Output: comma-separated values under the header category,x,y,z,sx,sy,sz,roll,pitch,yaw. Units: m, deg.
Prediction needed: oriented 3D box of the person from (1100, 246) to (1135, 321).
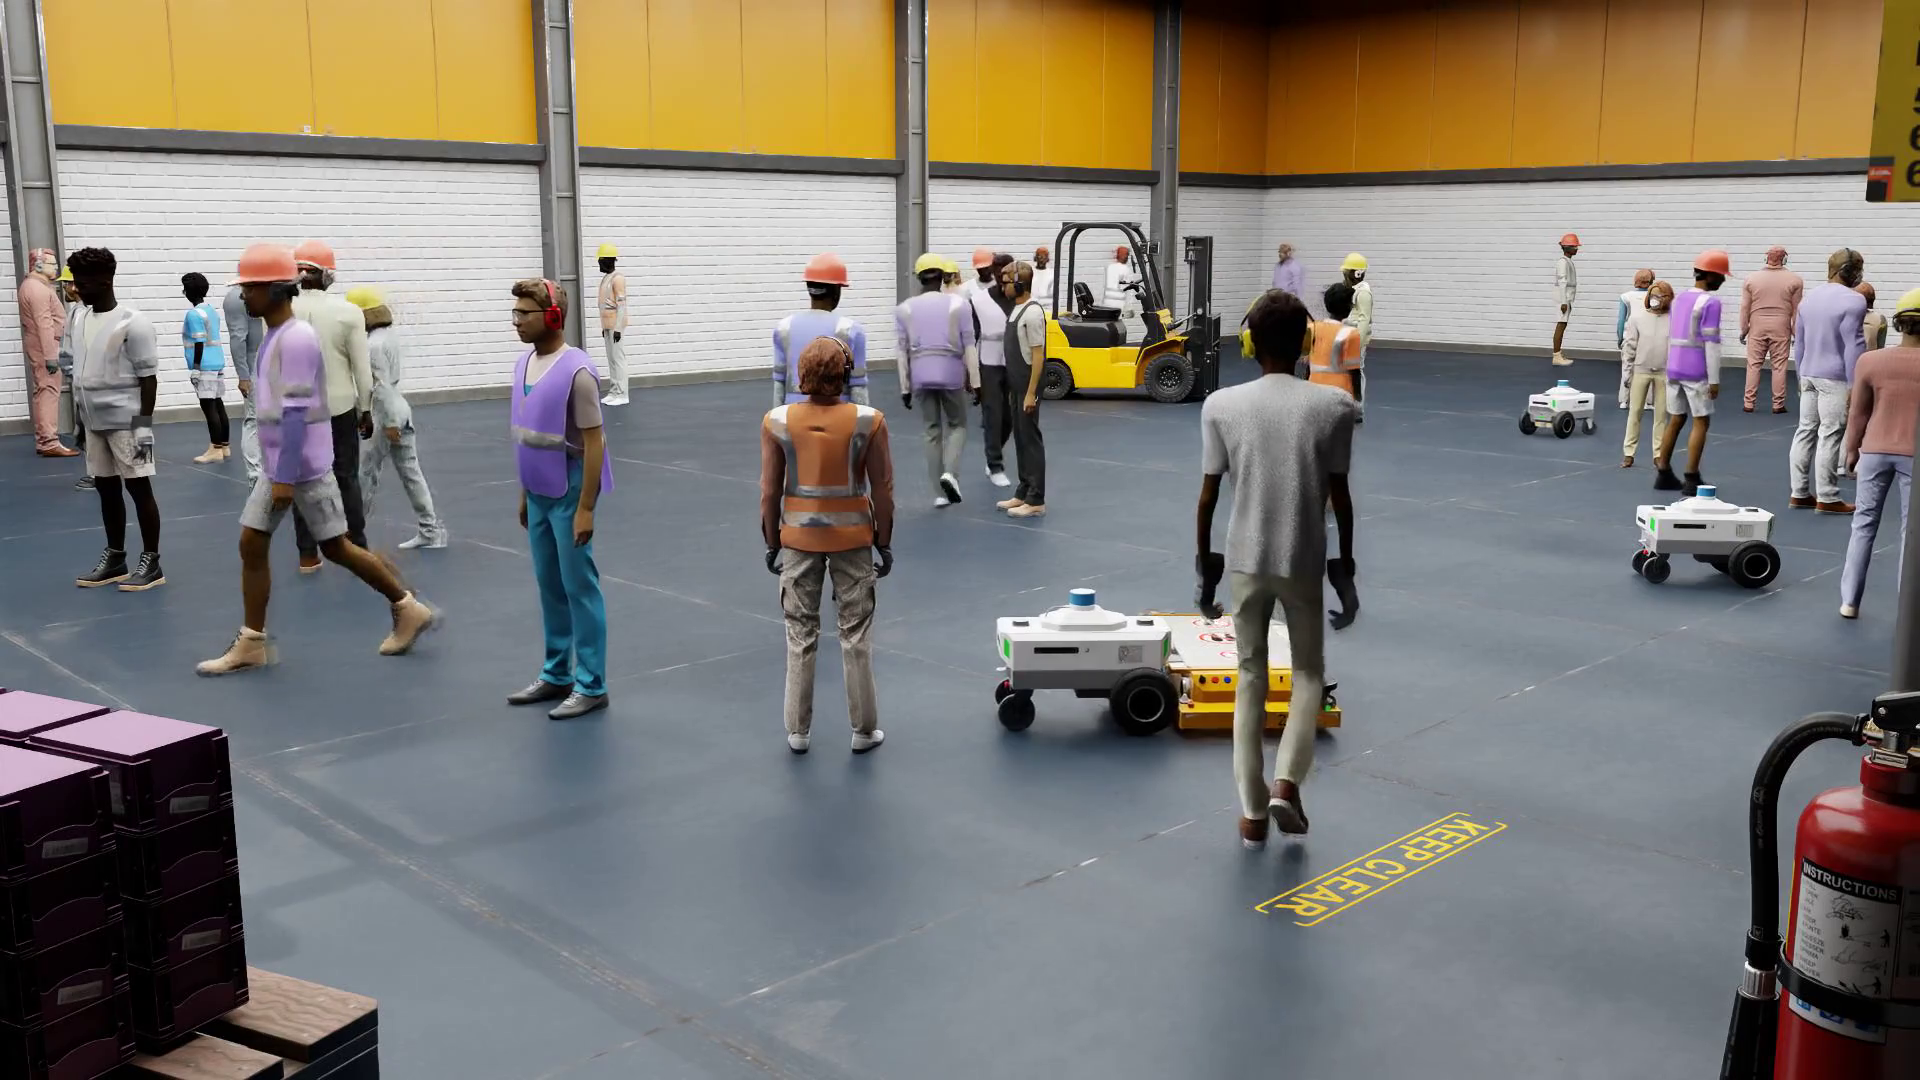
category,x,y,z,sx,sy,sz,roll,pitch,yaw
person,2.456,-3.683,26.137,0.597,1.860,0.481,10,15,44

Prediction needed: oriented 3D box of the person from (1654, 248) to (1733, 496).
category,x,y,z,sx,sy,sz,roll,pitch,yaw
person,5.748,-1.309,13.013,0.421,1.922,0.612,-2,11,-10

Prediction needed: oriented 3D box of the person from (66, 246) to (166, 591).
category,x,y,z,sx,sy,sz,roll,pitch,yaw
person,-4.838,-0.683,9.495,0.600,1.958,0.379,5,11,23

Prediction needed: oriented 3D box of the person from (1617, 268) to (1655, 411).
category,x,y,z,sx,sy,sz,roll,pitch,yaw
person,7.873,-2.314,19.254,0.522,1.640,0.305,7,12,33

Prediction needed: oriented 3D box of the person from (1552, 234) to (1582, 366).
category,x,y,z,sx,sy,sz,roll,pitch,yaw
person,9.460,-3.745,25.957,0.370,2.044,0.608,5,11,24

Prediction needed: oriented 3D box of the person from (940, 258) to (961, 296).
category,x,y,z,sx,sy,sz,roll,pitch,yaw
person,-0.103,-2.450,19.686,0.528,1.758,0.484,4,11,20

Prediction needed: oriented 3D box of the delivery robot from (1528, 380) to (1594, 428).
category,x,y,z,sx,sy,sz,roll,pitch,yaw
delivery robot,6.097,-1.378,16.855,0.707,0.478,0.477,-7,13,-35

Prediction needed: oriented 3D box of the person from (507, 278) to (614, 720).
category,x,y,z,sx,sy,sz,roll,pitch,yaw
person,-1.680,-0.174,7.025,0.391,1.846,0.564,-9,14,-41

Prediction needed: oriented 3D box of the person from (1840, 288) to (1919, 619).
category,x,y,z,sx,sy,sz,roll,pitch,yaw
person,4.924,-0.433,8.708,0.380,1.755,0.537,-10,15,-44

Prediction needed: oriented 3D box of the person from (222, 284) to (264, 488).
category,x,y,z,sx,sy,sz,roll,pitch,yaw
person,-5.353,-1.287,12.839,0.372,1.940,0.631,3,11,18

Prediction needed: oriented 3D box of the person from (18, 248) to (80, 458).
category,x,y,z,sx,sy,sz,roll,pitch,yaw
person,-8.353,-1.713,15.257,0.401,1.904,0.650,-7,13,-34

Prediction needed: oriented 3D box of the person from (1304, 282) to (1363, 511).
category,x,y,z,sx,sy,sz,roll,pitch,yaw
person,2.747,-1.042,12.197,0.372,1.680,0.546,-6,12,-29

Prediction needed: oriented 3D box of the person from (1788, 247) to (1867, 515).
category,x,y,z,sx,sy,sz,roll,pitch,yaw
person,6.334,-1.153,12.128,0.379,1.933,0.629,-2,11,-10

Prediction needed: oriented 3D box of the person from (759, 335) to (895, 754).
category,x,y,z,sx,sy,sz,roll,pitch,yaw
person,-0.514,0.030,6.476,0.522,1.639,0.304,0,10,2

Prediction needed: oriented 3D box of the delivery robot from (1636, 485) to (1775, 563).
category,x,y,z,sx,sy,sz,roll,pitch,yaw
delivery robot,4.362,-0.077,9.761,0.707,0.478,0.477,1,11,8

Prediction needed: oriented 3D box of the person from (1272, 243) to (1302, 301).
category,x,y,z,sx,sy,sz,roll,pitch,yaw
person,5.724,-4.209,28.931,0.595,1.884,0.675,-5,12,-26

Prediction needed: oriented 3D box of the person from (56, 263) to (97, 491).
category,x,y,z,sx,sy,sz,roll,pitch,yaw
person,-6.957,-1.313,13.270,0.404,1.831,0.600,-4,11,-19

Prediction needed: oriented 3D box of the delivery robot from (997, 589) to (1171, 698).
category,x,y,z,sx,sy,sz,roll,pitch,yaw
delivery robot,0.507,0.446,6.911,0.707,0.478,0.477,0,10,-2

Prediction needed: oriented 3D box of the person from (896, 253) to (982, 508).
category,x,y,z,sx,sy,sz,roll,pitch,yaw
person,-0.148,-1.177,12.367,0.670,1.883,0.505,2,11,12

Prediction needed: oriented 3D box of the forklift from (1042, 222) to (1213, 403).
category,x,y,z,sx,sy,sz,roll,pitch,yaw
forklift,1.935,-2.847,20.651,2.313,2.155,1.214,2,11,13

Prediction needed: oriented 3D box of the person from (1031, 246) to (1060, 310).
category,x,y,z,sx,sy,sz,roll,pitch,yaw
person,1.120,-3.240,23.675,0.602,1.868,0.405,0,10,1

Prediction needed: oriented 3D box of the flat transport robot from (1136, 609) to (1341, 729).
category,x,y,z,sx,sy,sz,roll,pitch,yaw
flat transport robot,1.191,0.546,7.393,0.652,0.197,1.431,0,10,-2

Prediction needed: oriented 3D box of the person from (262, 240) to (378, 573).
category,x,y,z,sx,sy,sz,roll,pitch,yaw
person,-3.834,-0.795,10.000,0.617,1.993,0.396,-1,10,-6

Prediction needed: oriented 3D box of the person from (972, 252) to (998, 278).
category,x,y,z,sx,sy,sz,roll,pitch,yaw
person,0.341,-2.958,22.351,0.622,1.807,0.627,2,11,13

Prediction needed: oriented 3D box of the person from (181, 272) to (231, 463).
category,x,y,z,sx,sy,sz,roll,pitch,yaw
person,-6.736,-1.534,14.836,0.319,1.698,0.539,-1,10,-6

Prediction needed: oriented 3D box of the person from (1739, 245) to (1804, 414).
category,x,y,z,sx,sy,sz,roll,pitch,yaw
person,9.240,-2.393,18.959,0.651,1.907,0.409,6,12,29

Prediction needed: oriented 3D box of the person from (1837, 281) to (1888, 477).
category,x,y,z,sx,sy,sz,roll,pitch,yaw
person,7.516,-1.348,13.983,0.514,1.642,0.310,-2,11,-12

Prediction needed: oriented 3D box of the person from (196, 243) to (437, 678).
category,x,y,z,sx,sy,sz,roll,pitch,yaw
person,-3.029,-0.381,7.766,1.039,1.998,0.606,-8,13,-38

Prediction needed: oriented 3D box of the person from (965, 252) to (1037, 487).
category,x,y,z,sx,sy,sz,roll,pitch,yaw
person,0.311,-1.410,13.653,0.604,1.887,0.724,-3,11,-17

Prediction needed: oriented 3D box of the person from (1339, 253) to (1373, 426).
category,x,y,z,sx,sy,sz,roll,pitch,yaw
person,4.166,-2.127,17.701,0.404,1.836,0.590,-1,10,-3

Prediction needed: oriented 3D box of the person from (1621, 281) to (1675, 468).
category,x,y,z,sx,sy,sz,roll,pitch,yaw
person,6.033,-1.432,14.465,0.500,1.632,0.286,4,11,21

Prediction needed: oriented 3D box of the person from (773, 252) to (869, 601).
category,x,y,z,sx,sy,sz,roll,pitch,yaw
person,-0.762,-0.621,9.249,0.553,1.930,0.391,3,11,16

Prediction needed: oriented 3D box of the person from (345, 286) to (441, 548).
category,x,y,z,sx,sy,sz,roll,pitch,yaw
person,-3.753,-0.763,10.656,0.806,1.696,0.491,-1,10,-4

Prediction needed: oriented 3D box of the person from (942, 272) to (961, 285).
category,x,y,z,sx,sy,sz,roll,pitch,yaw
person,-0.147,-2.654,21.184,0.537,1.604,0.691,8,13,36

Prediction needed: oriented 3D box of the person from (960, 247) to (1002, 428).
category,x,y,z,sx,sy,sz,roll,pitch,yaw
person,0.278,-2.123,17.505,0.565,1.903,0.675,-1,10,-5

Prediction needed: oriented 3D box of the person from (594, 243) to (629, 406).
category,x,y,z,sx,sy,sz,roll,pitch,yaw
person,-4.160,-2.570,19.867,0.367,1.928,0.584,-6,12,-28

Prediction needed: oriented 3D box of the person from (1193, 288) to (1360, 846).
category,x,y,z,sx,sy,sz,roll,pitch,yaw
person,1.045,0.102,5.514,0.551,1.848,0.397,3,11,14

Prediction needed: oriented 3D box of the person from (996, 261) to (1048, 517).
category,x,y,z,sx,sy,sz,roll,pitch,yaw
person,0.456,-1.082,11.994,0.337,1.838,0.509,-2,11,-12
